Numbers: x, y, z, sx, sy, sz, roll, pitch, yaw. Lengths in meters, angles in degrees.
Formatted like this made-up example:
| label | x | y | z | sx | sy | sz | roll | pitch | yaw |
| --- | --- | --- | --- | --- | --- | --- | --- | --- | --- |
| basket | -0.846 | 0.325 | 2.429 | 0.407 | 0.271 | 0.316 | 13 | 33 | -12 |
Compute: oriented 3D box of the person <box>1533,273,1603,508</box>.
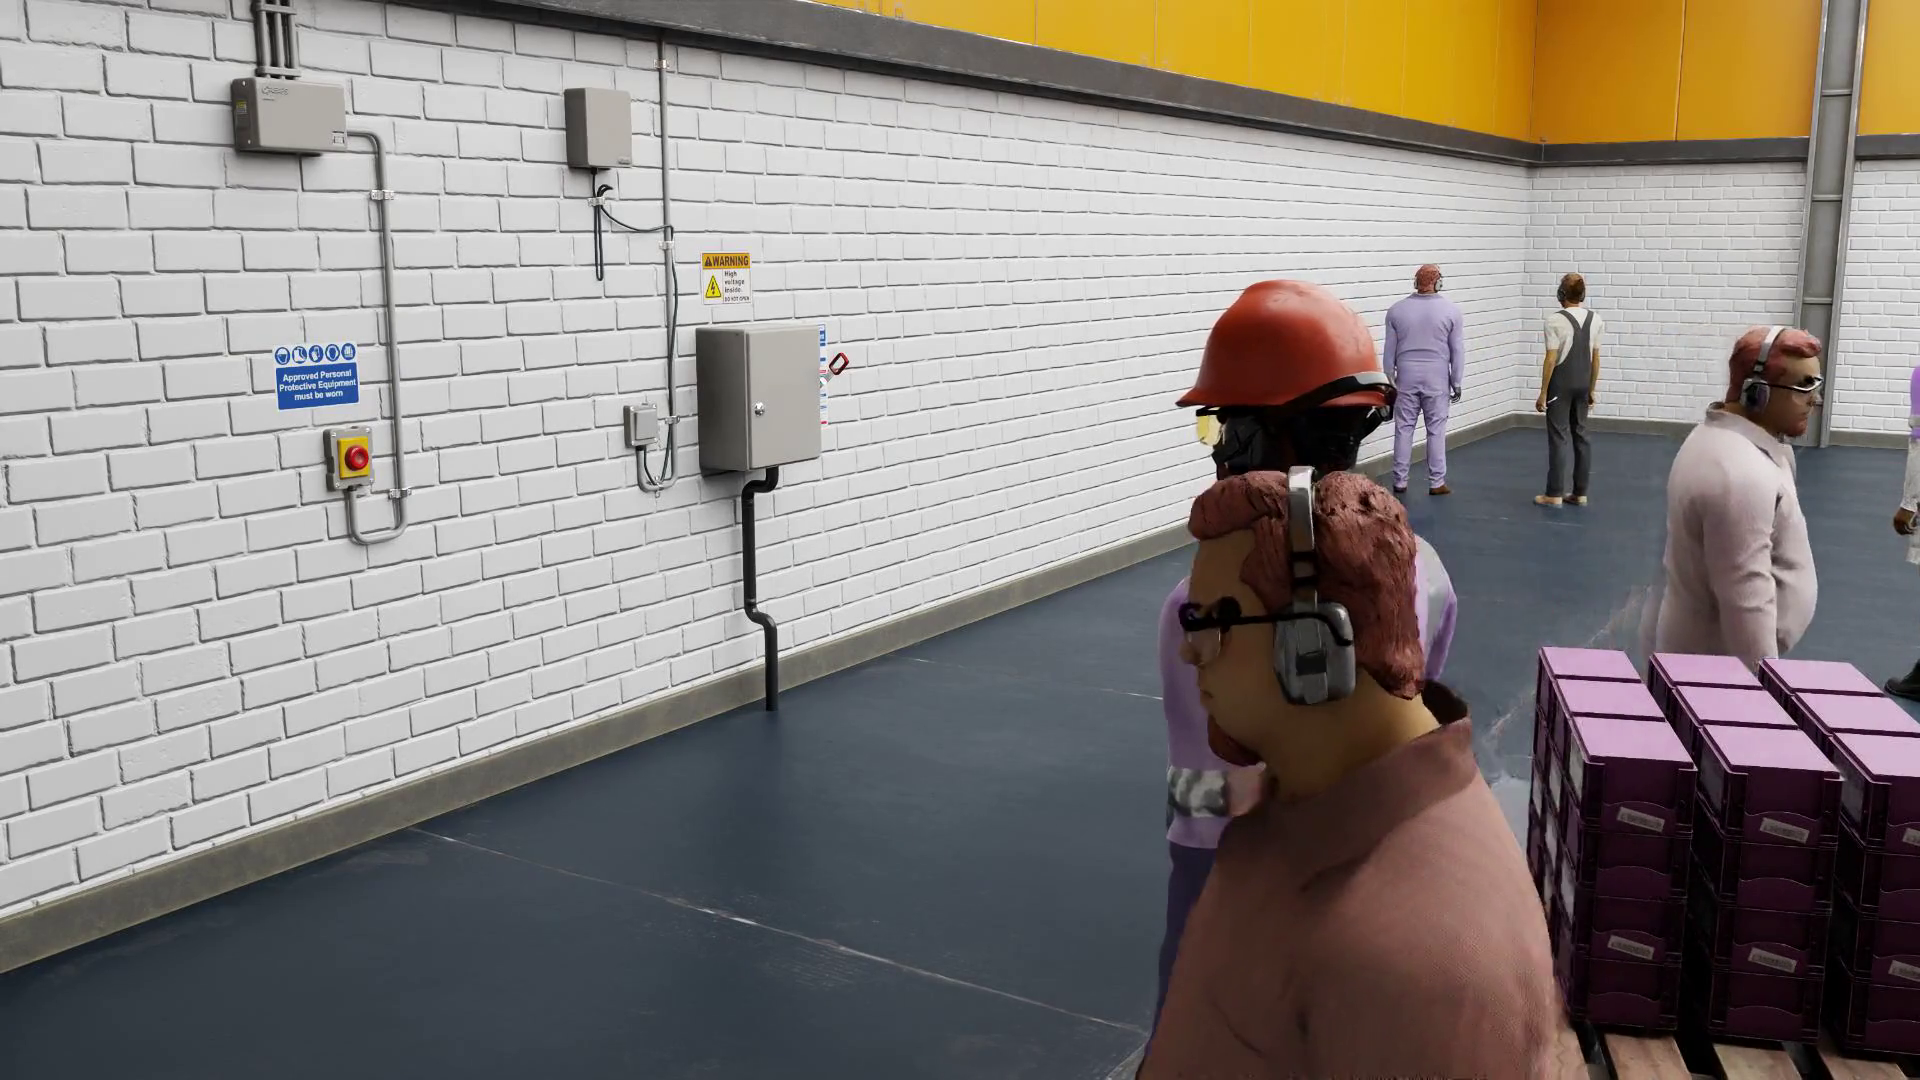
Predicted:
| label | x | y | z | sx | sy | sz | roll | pitch | yaw |
| --- | --- | --- | --- | --- | --- | --- | --- | --- | --- |
| person | 4.789 | -1.174 | 13.112 | 0.508 | 1.844 | 0.336 | -3 | 11 | -15 |

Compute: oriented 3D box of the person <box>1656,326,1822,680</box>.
| label | x | y | z | sx | sy | sz | roll | pitch | yaw |
| --- | --- | --- | --- | --- | --- | --- | --- | --- | --- |
| person | 2.264 | 0.351 | 4.604 | 0.903 | 1.863 | 0.665 | 4 | 11 | 20 |

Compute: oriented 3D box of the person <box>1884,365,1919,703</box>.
| label | x | y | z | sx | sy | sz | roll | pitch | yaw |
| --- | --- | --- | --- | --- | --- | --- | --- | --- | --- |
| person | 4.506 | -0.212 | 7.538 | 0.546 | 1.934 | 0.376 | -1 | 10 | -4 |

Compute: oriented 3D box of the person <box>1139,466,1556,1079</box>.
| label | x | y | z | sx | sy | sz | roll | pitch | yaw |
| --- | --- | --- | --- | --- | --- | --- | --- | --- | --- |
| person | 0.433 | 0.863 | 1.729 | 0.588 | 1.887 | 0.702 | 1 | 10 | 6 |

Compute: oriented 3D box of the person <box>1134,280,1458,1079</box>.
| label | x | y | z | sx | sy | sz | roll | pitch | yaw |
| --- | --- | --- | --- | --- | --- | --- | --- | --- | --- |
| person | 0.465 | 0.639 | 2.522 | 0.378 | 2.041 | 0.616 | 10 | 14 | 44 |

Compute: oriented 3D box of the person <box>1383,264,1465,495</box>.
| label | x | y | z | sx | sy | sz | roll | pitch | yaw |
| --- | --- | --- | --- | --- | --- | --- | --- | --- | --- |
| person | 3.838 | -1.322 | 13.767 | 0.655 | 1.906 | 0.407 | 5 | 11 | 26 |
